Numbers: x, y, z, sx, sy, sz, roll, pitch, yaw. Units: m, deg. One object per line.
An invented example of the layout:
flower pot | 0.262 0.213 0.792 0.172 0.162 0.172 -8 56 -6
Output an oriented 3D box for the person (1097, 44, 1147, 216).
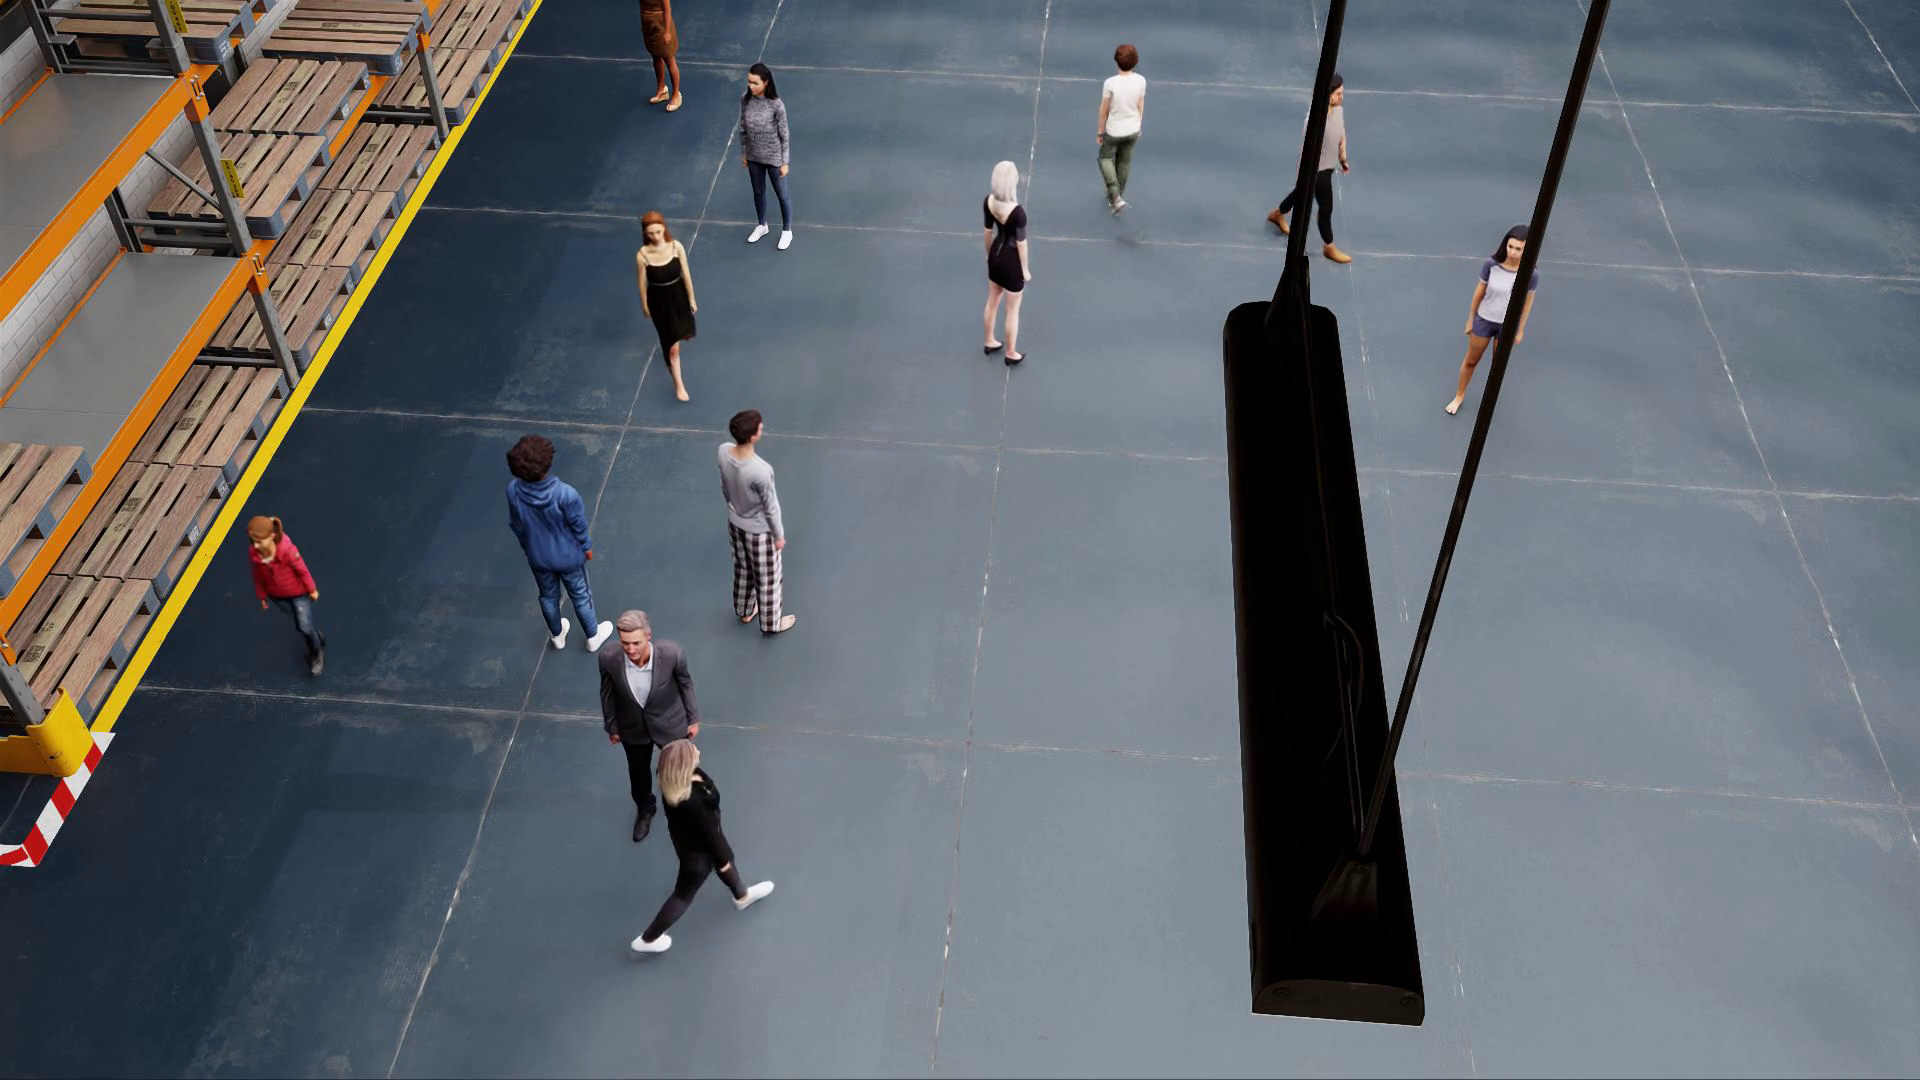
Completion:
person | 1.468 -3.637 14.965 0.709 1.642 0.900 -8 44 -8

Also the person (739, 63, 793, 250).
person | -1.701 -3.393 14.643 0.669 1.733 0.624 16 46 16

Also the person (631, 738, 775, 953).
person | -1.564 1.739 9.317 1.130 1.650 1.160 -23 48 -22

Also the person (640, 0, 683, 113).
person | -2.974 -5.059 16.423 0.637 1.690 0.681 33 53 30

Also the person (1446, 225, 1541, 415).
person | 4.148 -1.676 12.841 0.643 1.733 0.598 17 46 17

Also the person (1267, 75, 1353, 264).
person | 3.092 -3.318 14.604 1.088 1.678 1.169 30 51 28

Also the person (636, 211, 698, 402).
person | -2.326 -1.924 13.194 0.856 1.604 1.005 -18 47 -18

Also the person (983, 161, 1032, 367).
person | 0.360 -2.208 13.329 0.641 1.830 0.675 33 53 30

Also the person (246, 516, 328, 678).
person | -4.447 0.293 11.084 0.519 1.304 0.578 4 44 4

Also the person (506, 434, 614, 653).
person | -2.675 0.042 10.981 0.675 1.811 0.570 5 44 6

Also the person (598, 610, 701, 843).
person | -1.826 1.084 9.865 0.767 1.841 0.657 -4 44 -4

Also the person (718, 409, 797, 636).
person | -1.386 -0.113 11.118 0.714 1.847 0.739 31 51 28
